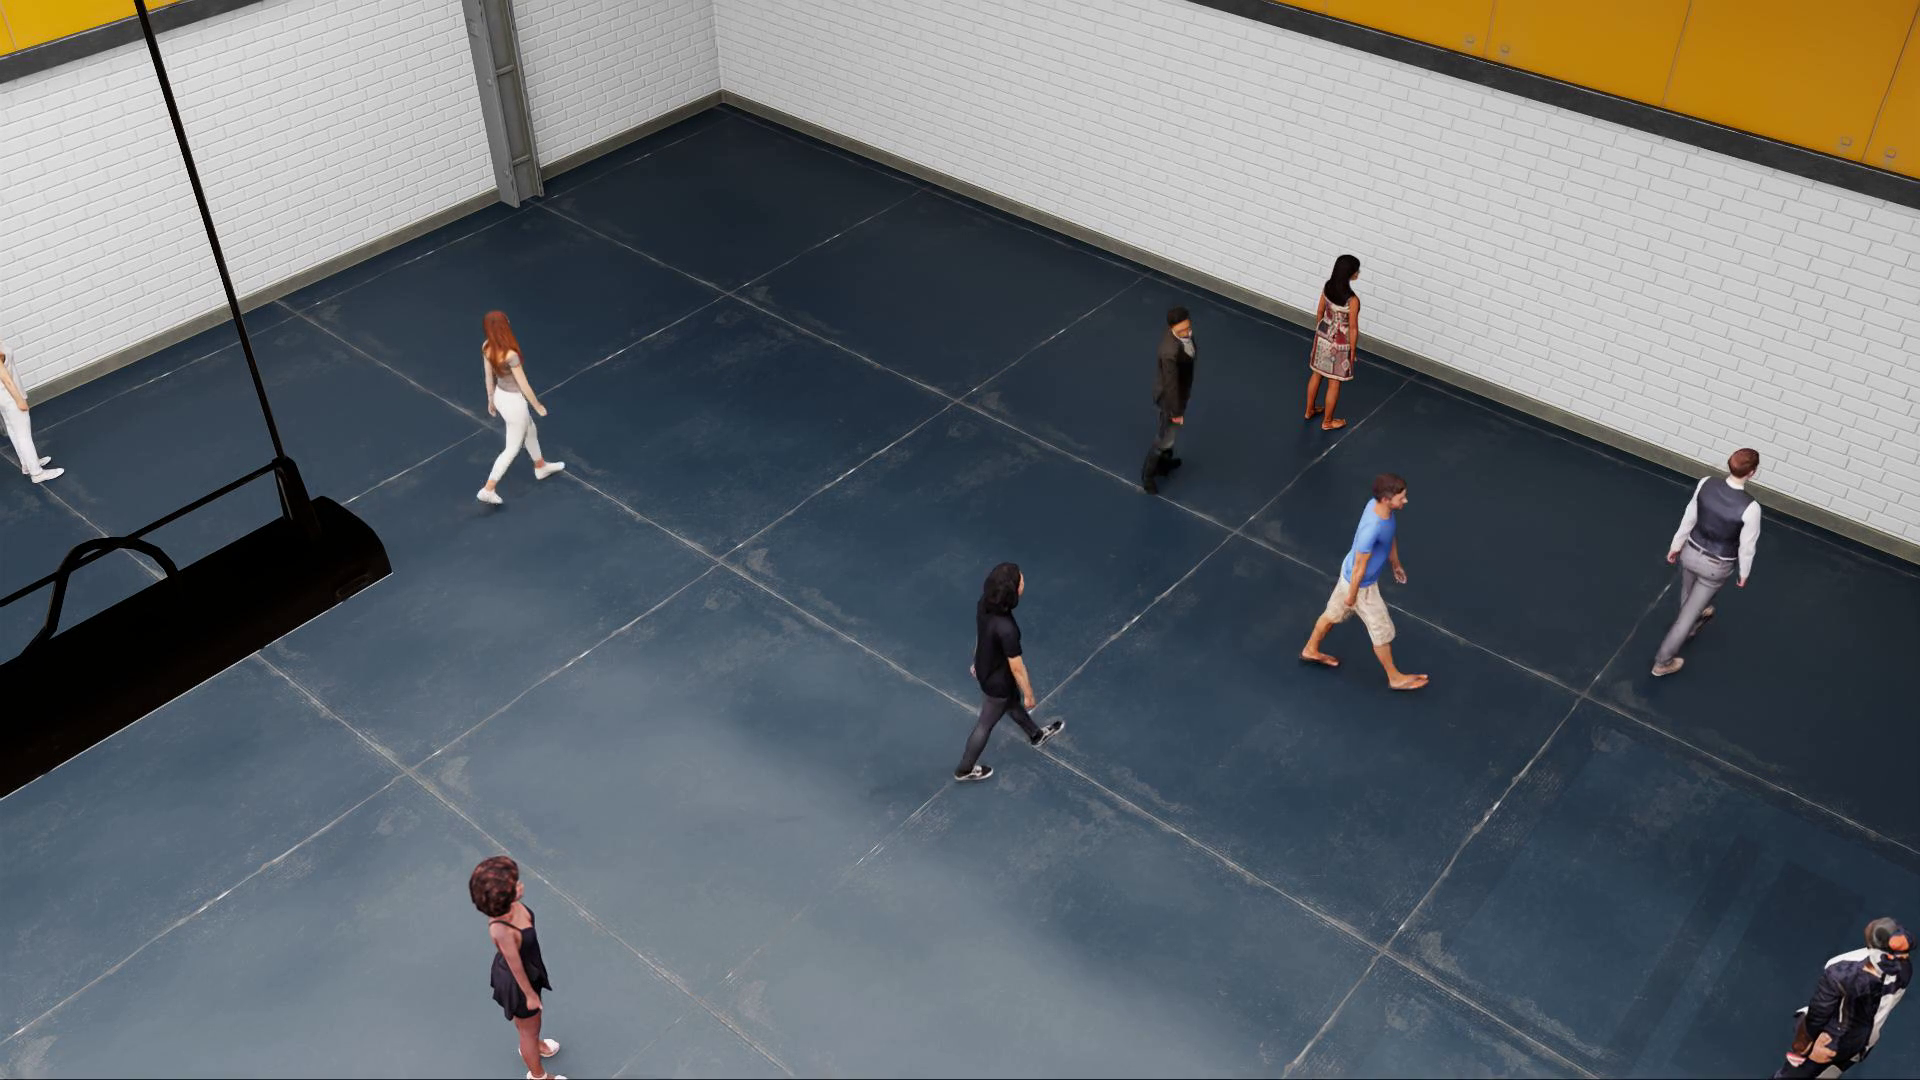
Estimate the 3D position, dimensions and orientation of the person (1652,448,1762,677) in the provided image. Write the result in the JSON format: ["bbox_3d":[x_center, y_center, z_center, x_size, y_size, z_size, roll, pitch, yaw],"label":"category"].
[{"bbox_3d":[5.269,0.182,11.842,1.163,1.910,0.903,-22,44,-25],"label":"person"}]

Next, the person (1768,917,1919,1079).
[{"bbox_3d":[4.616,2.631,8.791,0.732,1.892,0.834,-10,40,-12],"label":"person"}]

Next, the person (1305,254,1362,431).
[{"bbox_3d":[3.248,-1.730,14.450,0.625,1.642,0.704,-23,44,-26],"label":"person"}]

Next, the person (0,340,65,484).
[{"bbox_3d":[-7.936,-1.231,13.804,0.590,1.671,0.537,30,47,32],"label":"person"}]

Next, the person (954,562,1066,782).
[{"bbox_3d":[0.162,0.916,11.012,1.196,1.799,1.020,-12,40,-15],"label":"person"}]

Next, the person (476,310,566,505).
[{"bbox_3d":[-3.721,-1.047,13.556,1.116,1.691,0.659,-31,48,-33],"label":"person"}]

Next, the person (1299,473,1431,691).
[{"bbox_3d":[2.766,0.257,11.823,1.012,1.817,1.200,11,40,13],"label":"person"}]

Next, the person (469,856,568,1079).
[{"bbox_3d":[-2.426,2.401,9.161,0.683,1.789,0.655,-12,40,-15],"label":"person"}]

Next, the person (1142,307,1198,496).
[{"bbox_3d":[1.750,-1.247,13.749,0.907,1.764,0.732,-1,39,-1],"label":"person"}]
